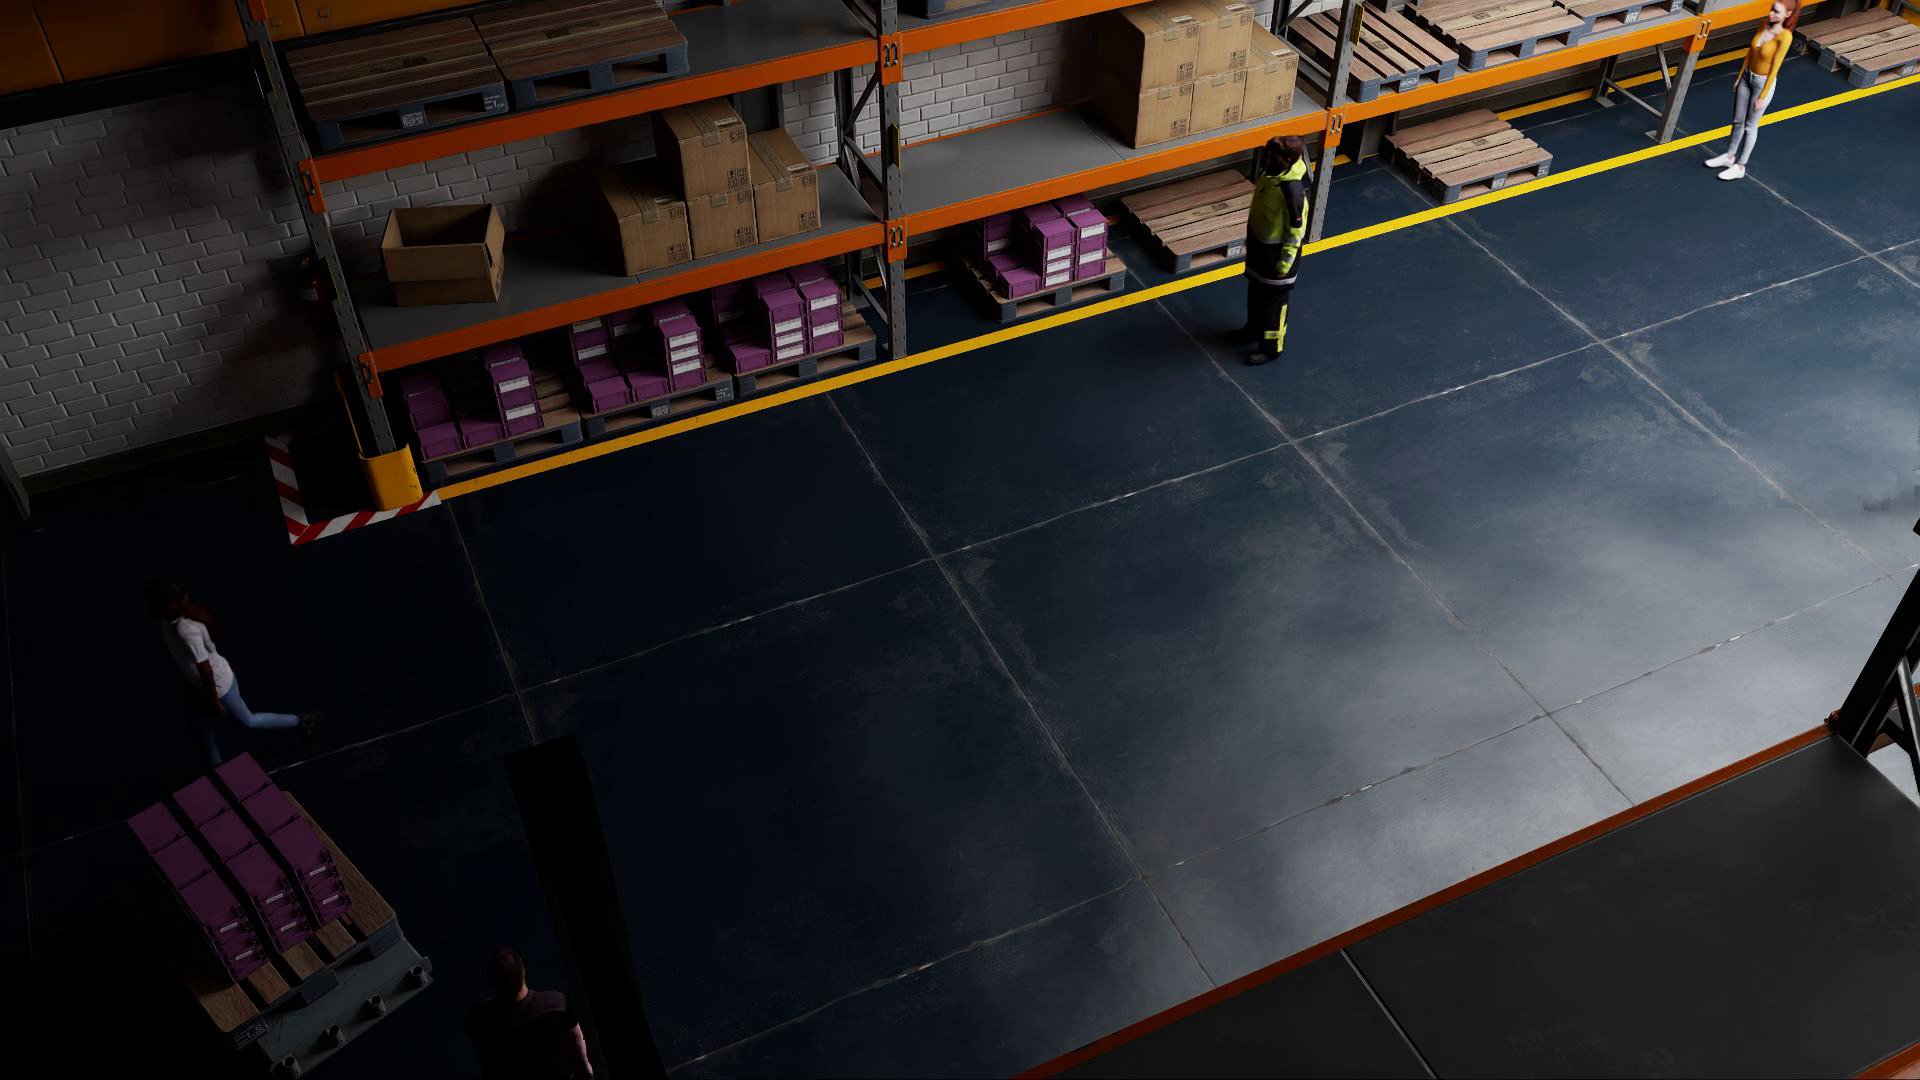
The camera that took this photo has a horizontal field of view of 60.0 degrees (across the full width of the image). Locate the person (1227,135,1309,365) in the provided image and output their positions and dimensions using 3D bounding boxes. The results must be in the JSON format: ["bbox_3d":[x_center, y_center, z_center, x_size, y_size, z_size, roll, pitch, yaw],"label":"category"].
[{"bbox_3d":[2.438,-2.274,12.897,0.685,1.977,0.800,-12,45,-12],"label":"person"}]

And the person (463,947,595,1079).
[{"bbox_3d":[-2.019,2.584,7.913,1.048,1.818,0.928,-7,44,-8],"label":"person"}]

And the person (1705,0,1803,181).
[{"bbox_3d":[7.171,-4.084,14.963,0.577,1.748,0.608,-10,44,-10],"label":"person"}]

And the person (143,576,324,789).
[{"bbox_3d":[-4.351,0.815,9.862,1.163,1.691,0.814,-33,53,-30],"label":"person"}]
